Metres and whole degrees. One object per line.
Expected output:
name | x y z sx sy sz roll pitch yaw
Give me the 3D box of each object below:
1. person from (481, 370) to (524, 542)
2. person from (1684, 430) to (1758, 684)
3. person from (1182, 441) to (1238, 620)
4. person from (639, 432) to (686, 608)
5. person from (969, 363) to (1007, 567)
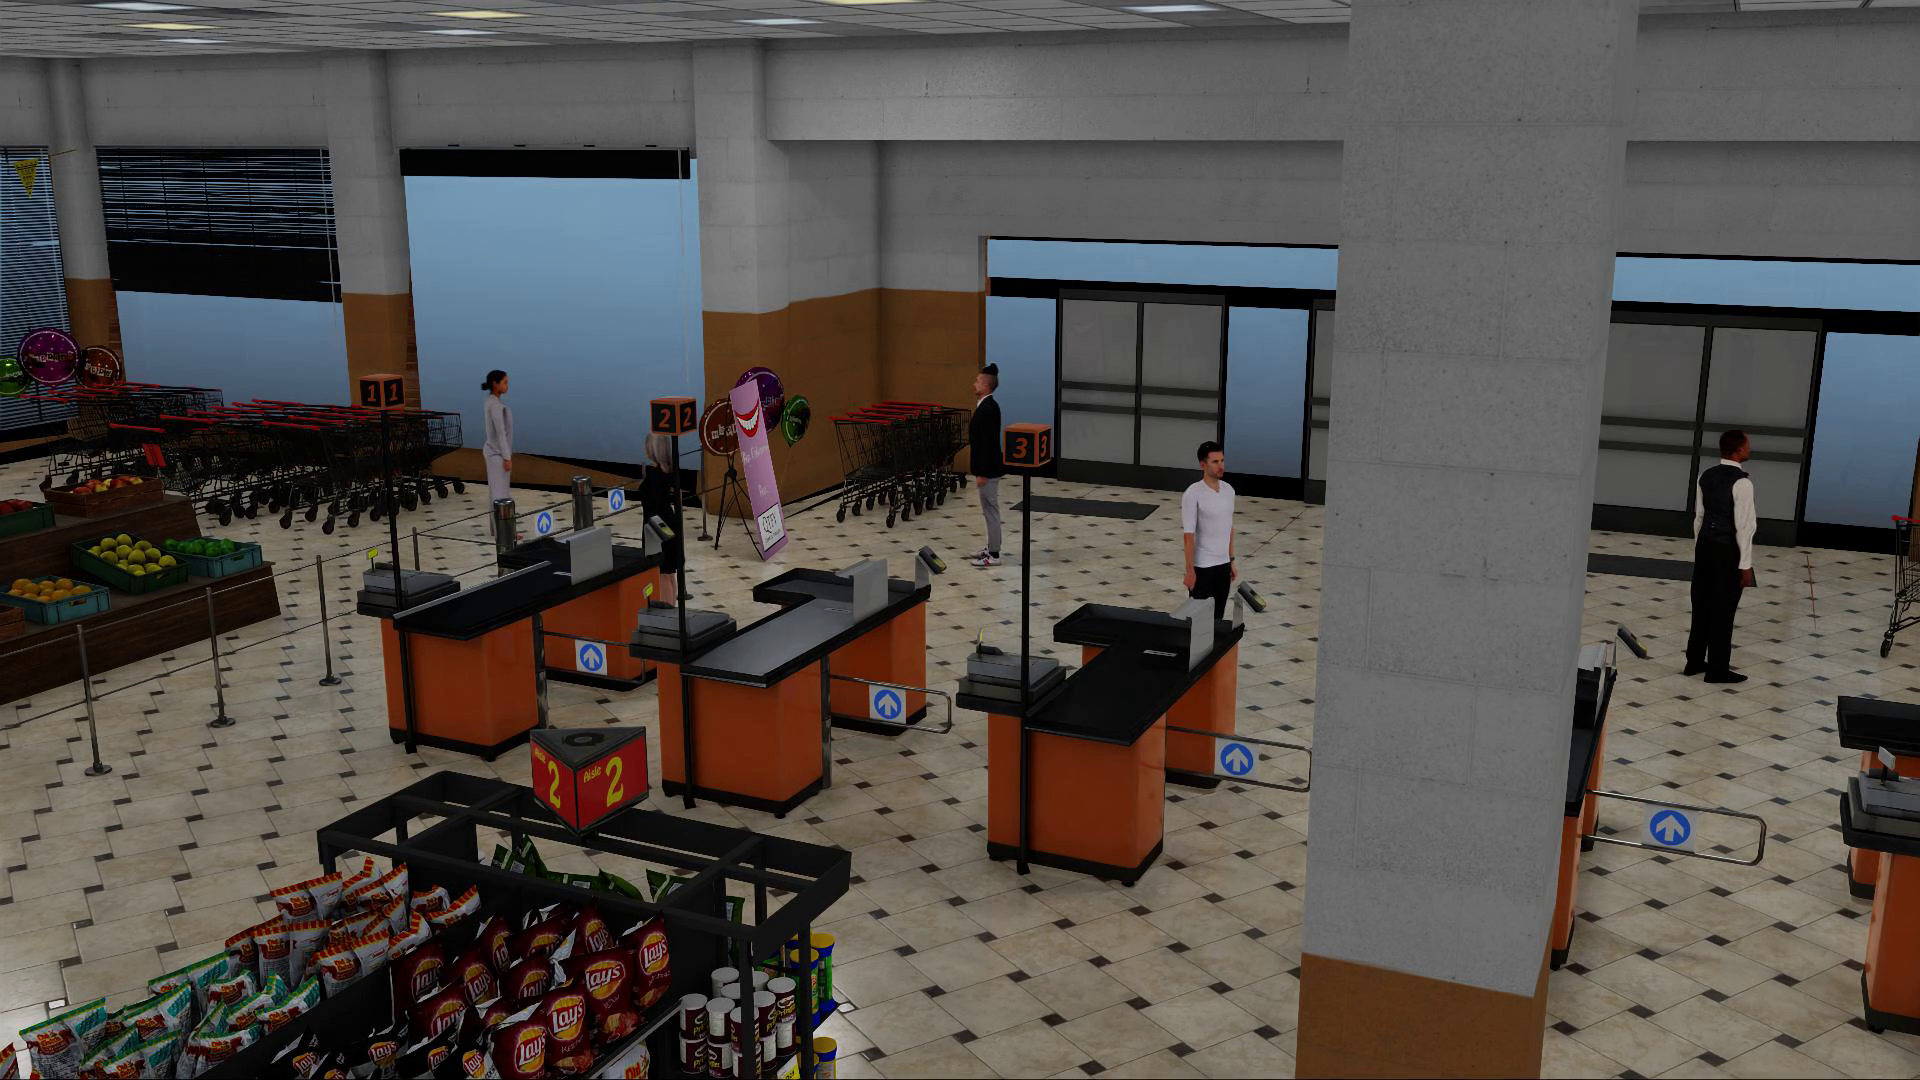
person | -4.737 -0.880 17.037 0.766 1.739 0.714 -5 15 -21
person | 5.743 0.115 12.555 0.827 1.919 0.763 -5 14 -18
person | 1.862 0.172 12.463 0.674 1.852 0.817 -10 17 -37
person | -2.439 -0.036 13.544 0.738 1.747 0.626 1 14 2
person | 0.273 -0.729 15.972 0.840 1.948 0.680 1 14 4
